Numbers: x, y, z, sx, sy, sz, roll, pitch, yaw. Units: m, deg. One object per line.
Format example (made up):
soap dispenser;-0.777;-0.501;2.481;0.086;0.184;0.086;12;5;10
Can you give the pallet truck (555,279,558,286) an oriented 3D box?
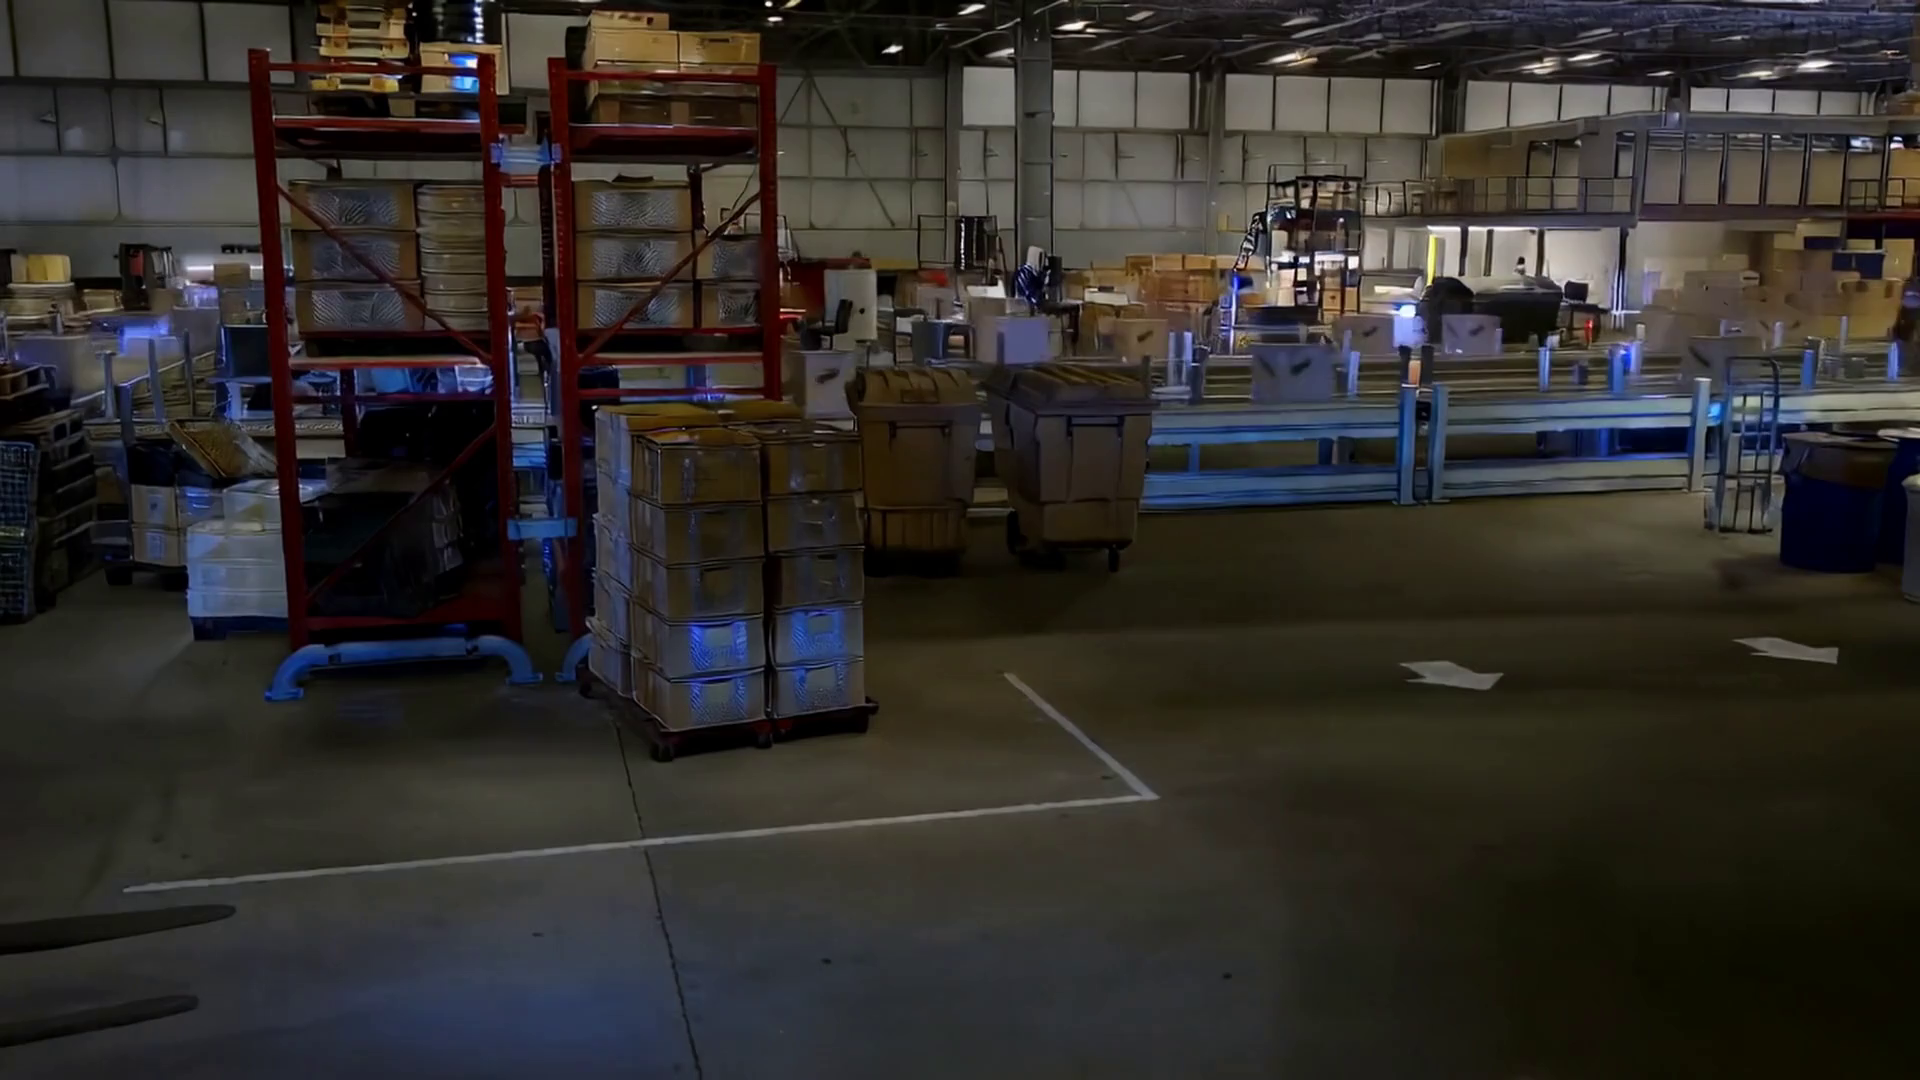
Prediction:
pallet truck;-10.604;-6.375;44.520;0.653;1.274;1.630;-3;10;-15

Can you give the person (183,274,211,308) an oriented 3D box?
person;-15.565;-4.794;33.958;0.745;1.886;0.435;3;11;19

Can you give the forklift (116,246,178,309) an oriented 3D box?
forklift;-19.966;-6.232;40.894;1.157;1.987;2.680;-3;10;-15

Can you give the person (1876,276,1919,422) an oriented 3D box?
person;11.038;-2.143;19.189;0.907;1.795;0.604;-2;10;-9

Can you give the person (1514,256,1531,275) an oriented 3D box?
person;16.717;-7.538;49.566;0.508;1.847;0.345;-1;10;-5

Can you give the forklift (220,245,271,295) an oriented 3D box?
forklift;-17.749;-6.334;41.440;1.157;1.987;2.680;-3;10;-17

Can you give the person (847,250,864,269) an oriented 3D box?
person;-2.398;-5.794;39.176;0.556;2.025;0.646;3;11;18
